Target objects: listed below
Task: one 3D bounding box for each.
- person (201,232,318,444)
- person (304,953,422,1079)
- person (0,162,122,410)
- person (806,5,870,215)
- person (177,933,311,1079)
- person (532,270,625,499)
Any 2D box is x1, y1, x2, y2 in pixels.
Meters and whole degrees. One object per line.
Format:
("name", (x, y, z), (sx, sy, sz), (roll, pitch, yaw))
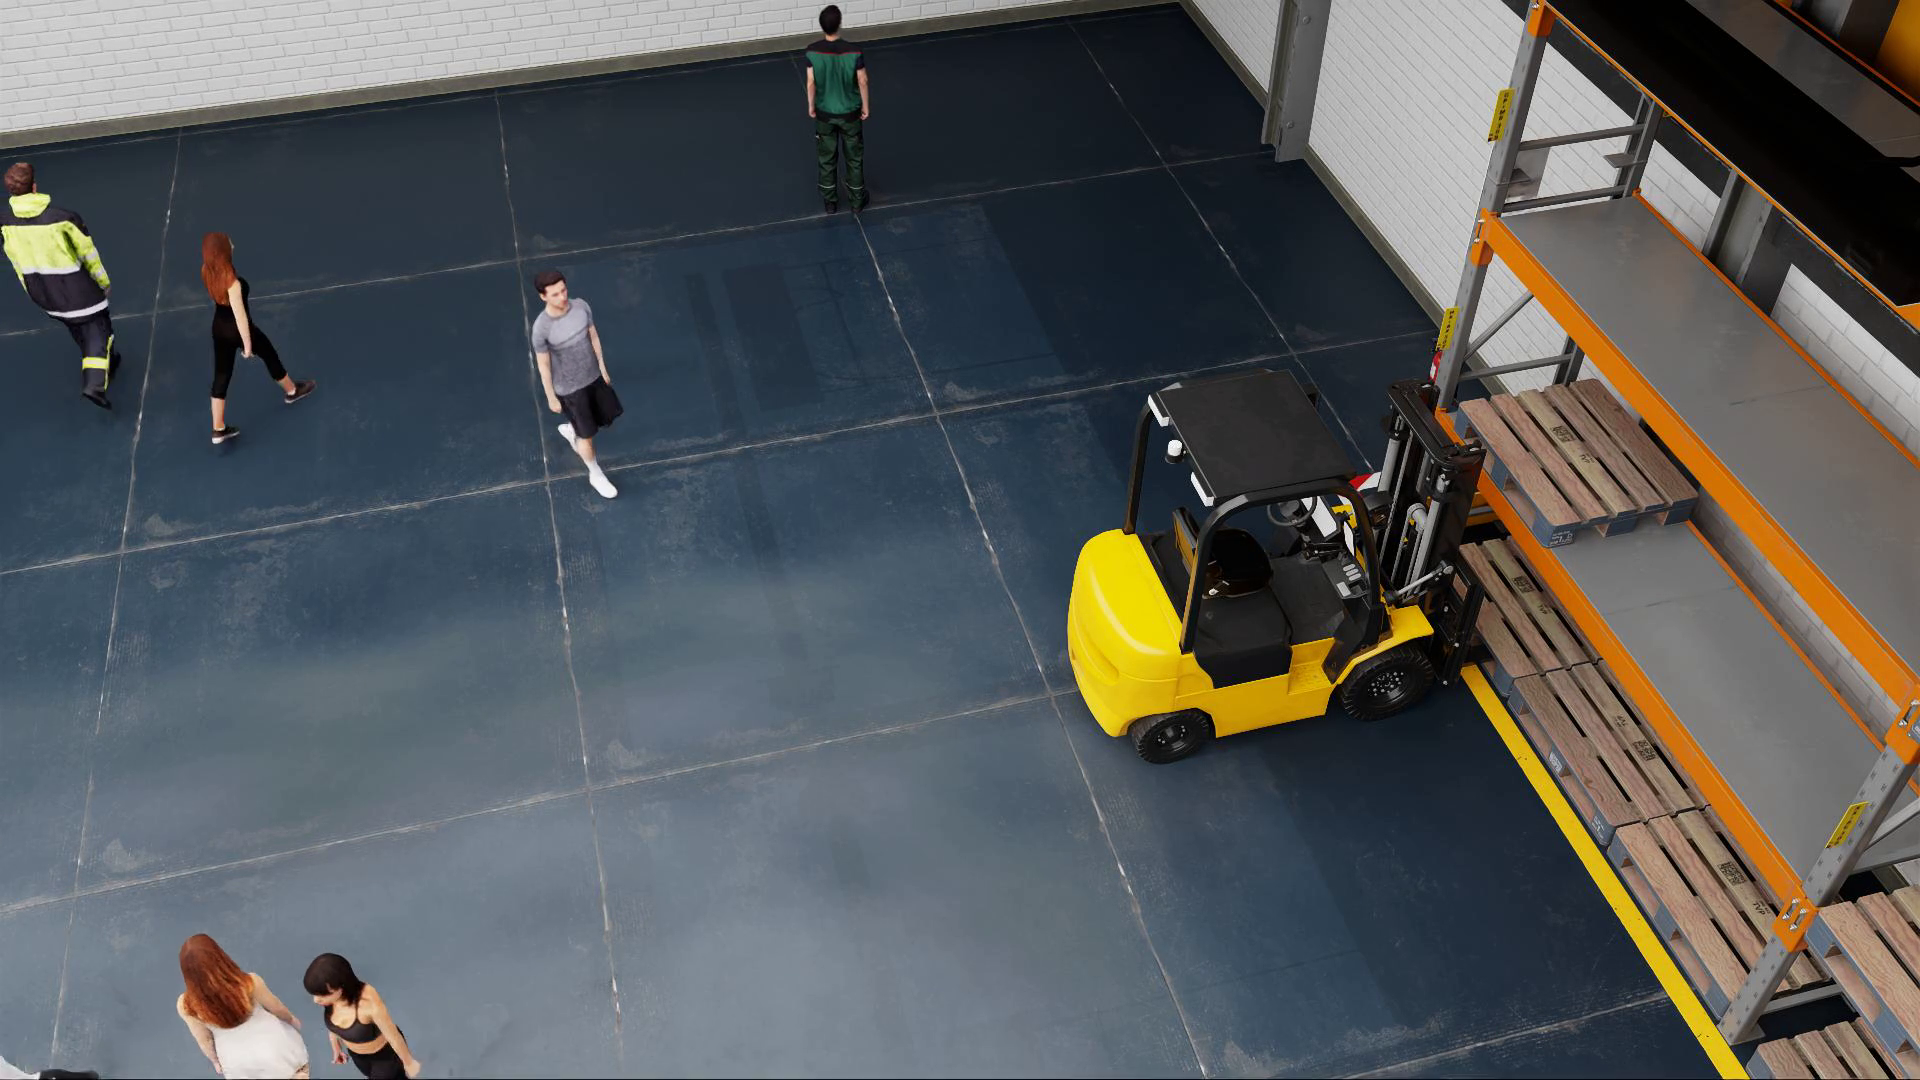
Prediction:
("person", (-5.416, -1.463, 12.262), (1.105, 1.677, 1.192), (20, 47, 20))
("person", (-2.823, 2.445, 8.193), (0.691, 1.631, 0.736), (17, 46, 17))
("person", (-6.737, -1.868, 12.483), (0.904, 1.958, 1.166), (-3, 44, -3))
("person", (-1.065, -3.738, 14.488), (0.744, 1.899, 0.675), (1, 44, 1))
("person", (-3.412, 2.502, 8.085), (0.579, 1.697, 0.860), (-15, 46, -15))
("person", (-2.772, -1.163, 11.820), (1.050, 1.851, 0.943), (32, 52, 29))
